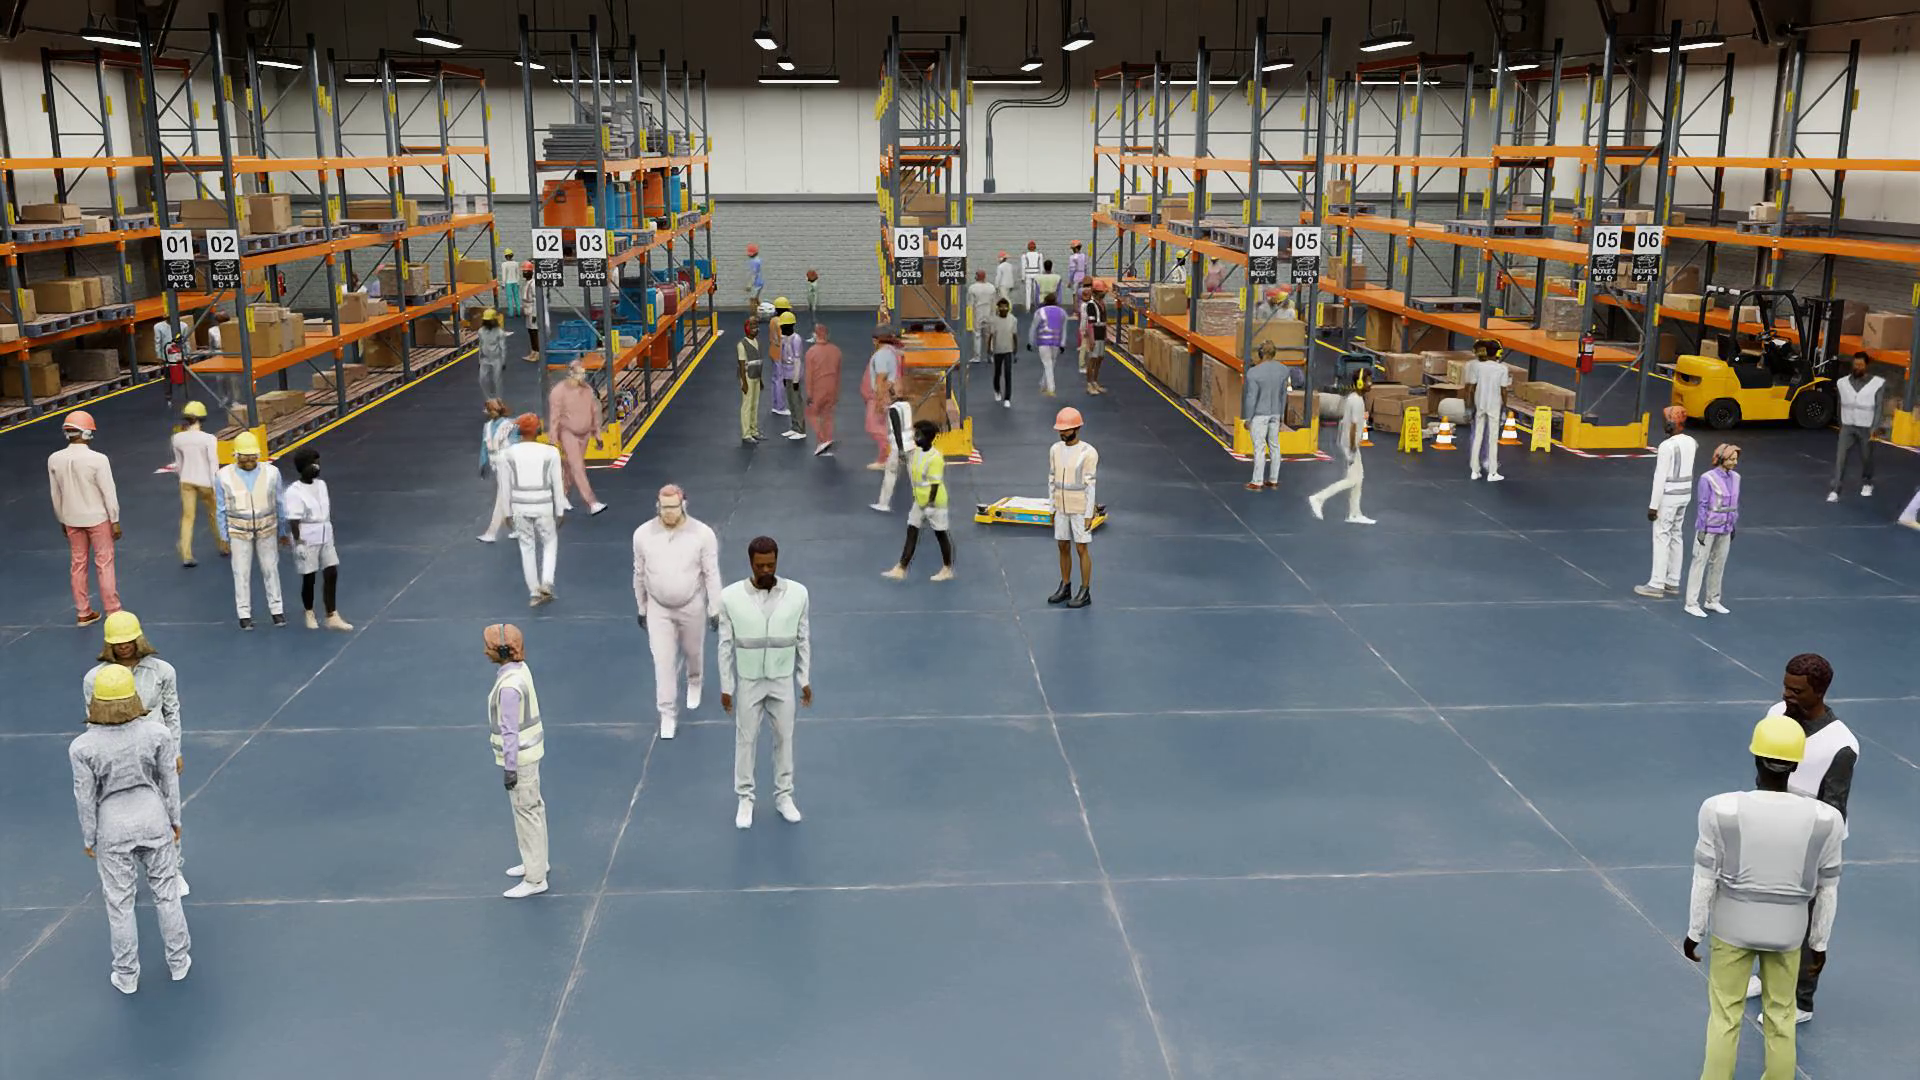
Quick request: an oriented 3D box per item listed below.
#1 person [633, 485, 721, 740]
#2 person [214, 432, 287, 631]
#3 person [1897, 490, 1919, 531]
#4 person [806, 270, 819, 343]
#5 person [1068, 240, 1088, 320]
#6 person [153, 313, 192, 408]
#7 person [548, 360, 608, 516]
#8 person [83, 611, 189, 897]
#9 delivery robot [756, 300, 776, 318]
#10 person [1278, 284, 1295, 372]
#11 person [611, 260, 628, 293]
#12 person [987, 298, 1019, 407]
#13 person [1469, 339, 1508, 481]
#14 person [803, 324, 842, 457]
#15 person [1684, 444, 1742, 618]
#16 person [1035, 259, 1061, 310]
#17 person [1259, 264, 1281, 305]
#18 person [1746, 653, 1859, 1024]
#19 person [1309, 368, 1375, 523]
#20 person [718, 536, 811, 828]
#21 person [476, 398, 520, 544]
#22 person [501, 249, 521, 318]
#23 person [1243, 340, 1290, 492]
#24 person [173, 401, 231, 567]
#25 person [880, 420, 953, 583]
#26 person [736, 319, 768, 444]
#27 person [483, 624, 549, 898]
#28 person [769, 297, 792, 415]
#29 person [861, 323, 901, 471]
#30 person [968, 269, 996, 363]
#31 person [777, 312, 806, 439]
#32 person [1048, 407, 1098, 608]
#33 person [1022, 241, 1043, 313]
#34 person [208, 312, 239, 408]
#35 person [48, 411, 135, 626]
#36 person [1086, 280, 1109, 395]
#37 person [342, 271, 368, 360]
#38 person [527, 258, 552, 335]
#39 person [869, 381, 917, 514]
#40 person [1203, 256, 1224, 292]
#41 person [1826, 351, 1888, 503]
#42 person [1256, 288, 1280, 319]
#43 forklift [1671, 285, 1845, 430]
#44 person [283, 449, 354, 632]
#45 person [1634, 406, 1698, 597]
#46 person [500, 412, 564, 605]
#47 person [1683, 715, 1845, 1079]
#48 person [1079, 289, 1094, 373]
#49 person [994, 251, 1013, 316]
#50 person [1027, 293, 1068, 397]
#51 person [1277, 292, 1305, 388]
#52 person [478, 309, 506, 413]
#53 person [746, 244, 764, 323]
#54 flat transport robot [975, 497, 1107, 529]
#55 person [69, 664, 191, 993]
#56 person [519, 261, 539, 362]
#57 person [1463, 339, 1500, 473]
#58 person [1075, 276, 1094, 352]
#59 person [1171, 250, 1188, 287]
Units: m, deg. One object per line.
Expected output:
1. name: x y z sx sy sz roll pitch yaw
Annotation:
1. person: -2.137 0.477 12.622 0.653 1.871 0.959 -1 13 -5
2. person: -6.414 -0.084 15.098 0.596 1.825 0.403 -7 15 -28
3. person: 11.193 -0.964 18.882 0.856 1.803 0.535 0 13 0
4. person: -3.305 -5.256 37.409 0.267 1.631 0.507 -4 14 -16
5. person: 2.960 -6.596 42.219 0.391 2.037 0.605 13 18 43
6. person: -13.262 -3.113 28.080 0.566 1.746 0.341 -11 17 -39
7. person: -4.551 -1.219 19.853 1.034 1.841 0.654 9 16 32
8. person: -4.743 1.252 9.602 0.487 1.744 0.297 -7 15 -28
9. delivery robot: -4.874 -5.779 41.731 0.477 0.478 0.707 3 14 14
10. person: 6.232 -4.050 32.029 0.318 1.755 0.565 8 16 31
11. person: -7.637 -5.444 37.462 0.410 1.987 0.607 -3 14 -12
12. person: 0.731 -3.219 28.351 0.530 1.847 0.818 0 13 -1
13. person: 6.953 -1.711 21.883 0.514 1.872 0.332 12 18 41
14. person: -1.967 -2.107 23.541 0.653 1.888 0.414 -13 18 -43
15. person: 7.066 -0.094 15.554 0.517 1.633 0.312 -6 15 -25
16. person: 1.944 -5.254 36.835 0.594 1.905 0.599 1 13 5
17. person: 7.216 -5.615 38.536 0.598 1.819 0.423 -11 17 -38
18. person: 4.182 1.488 8.299 0.397 1.888 0.588 -2 13 -7
19. person: 4.487 -1.089 19.309 0.683 1.852 0.525 3 14 13
20. person: -1.261 0.897 10.733 0.596 1.914 0.373 -4 14 -16
21. person: -5.139 -0.760 18.408 0.547 1.595 0.823 11 17 38
22. person: -11.582 -6.606 42.840 0.319 1.767 0.534 10 17 36
23. person: 3.880 -1.578 21.171 0.630 1.940 0.372 -7 15 -28
24. person: -7.988 -0.600 17.485 0.535 1.715 0.917 2 13 7
25. person: -0.416 -0.361 16.585 0.819 1.656 0.557 -7 15 -28
26. person: -3.112 -2.367 24.713 0.389 1.846 0.565 5 14 19
27. person: -2.595 1.276 9.750 0.318 1.630 0.514 -3 14 -11
28. person: -2.936 -3.018 27.293 0.384 1.928 0.588 -5 14 -20
29. person: -1.063 -1.952 22.537 0.546 2.000 0.712 3 14 14
30. person: 0.416 -4.561 33.880 0.652 1.906 0.403 -8 15 -30
31. person: -2.546 -2.476 25.026 0.405 1.918 0.586 -6 14 -23
32. person: 1.046 -0.308 15.826 0.539 1.929 0.388 11 17 39
33. person: 1.918 -6.992 44.218 0.574 1.887 0.356 -2 13 -9
34. person: -12.332 -3.024 27.955 0.532 1.622 0.411 -3 14 -11
35. person: -7.939 -0.187 15.172 0.608 1.988 0.387 2 13 7
36. person: 2.404 -3.581 29.487 0.393 2.019 0.670 6 15 24
37. person: -12.554 -4.681 34.573 0.556 1.824 0.785 -2 13 -8
38. person: -9.718 -5.613 38.497 0.591 1.829 0.714 -6 14 -23
39. person: -0.722 -1.094 19.853 0.839 1.586 0.519 7 15 26
40. person: 6.375 -6.389 42.030 0.544 1.722 0.908 6 14 23
41. person: 11.181 -1.424 20.688 0.588 1.873 1.011 12 18 42
42. person: 5.859 -3.933 31.638 0.675 1.720 0.471 -9 16 -35
43. forklift: 12.503 -2.886 26.166 2.313 2.155 1.214 -1 13 -3
44. person: -5.820 0.020 14.990 0.561 1.661 0.619 6 15 25
45. person: 6.919 -0.378 16.226 0.579 1.879 0.373 -10 17 -37
46. person: -4.072 -0.291 15.877 0.578 1.872 0.405 -2 13 -10
47. person: 3.504 1.698 7.317 0.594 1.924 0.382 3 14 12
48. person: 2.463 -4.073 32.394 0.269 1.632 0.509 3 14 11
49. person: 1.044 -6.481 42.394 0.767 1.714 0.594 9 16 34
50. person: 1.528 -3.473 29.520 0.640 1.778 0.951 -6 15 -24
51. person: 6.054 -3.656 30.403 0.526 1.739 0.733 -4 14 -18
52. person: -7.703 -2.928 27.329 0.519 1.721 0.487 3 14 13
53. person: -5.098 -6.333 41.203 0.490 1.996 0.665 -2 13 -7
54. flat transport robot: 0.950 -0.325 19.436 1.431 0.197 0.652 5 14 19
55. person: -4.292 1.485 8.617 0.487 1.744 0.294 -9 16 -33
56. person: -8.790 -4.661 34.003 0.368 2.045 0.614 -8 15 -30
57. person: 7.019 -1.818 22.434 0.552 1.818 0.592 -1 13 -4
58. person: 2.732 -4.862 35.768 0.601 1.624 0.336 10 17 37
59. person: 5.214 -5.924 39.603 0.375 1.929 0.585 6 15 26
